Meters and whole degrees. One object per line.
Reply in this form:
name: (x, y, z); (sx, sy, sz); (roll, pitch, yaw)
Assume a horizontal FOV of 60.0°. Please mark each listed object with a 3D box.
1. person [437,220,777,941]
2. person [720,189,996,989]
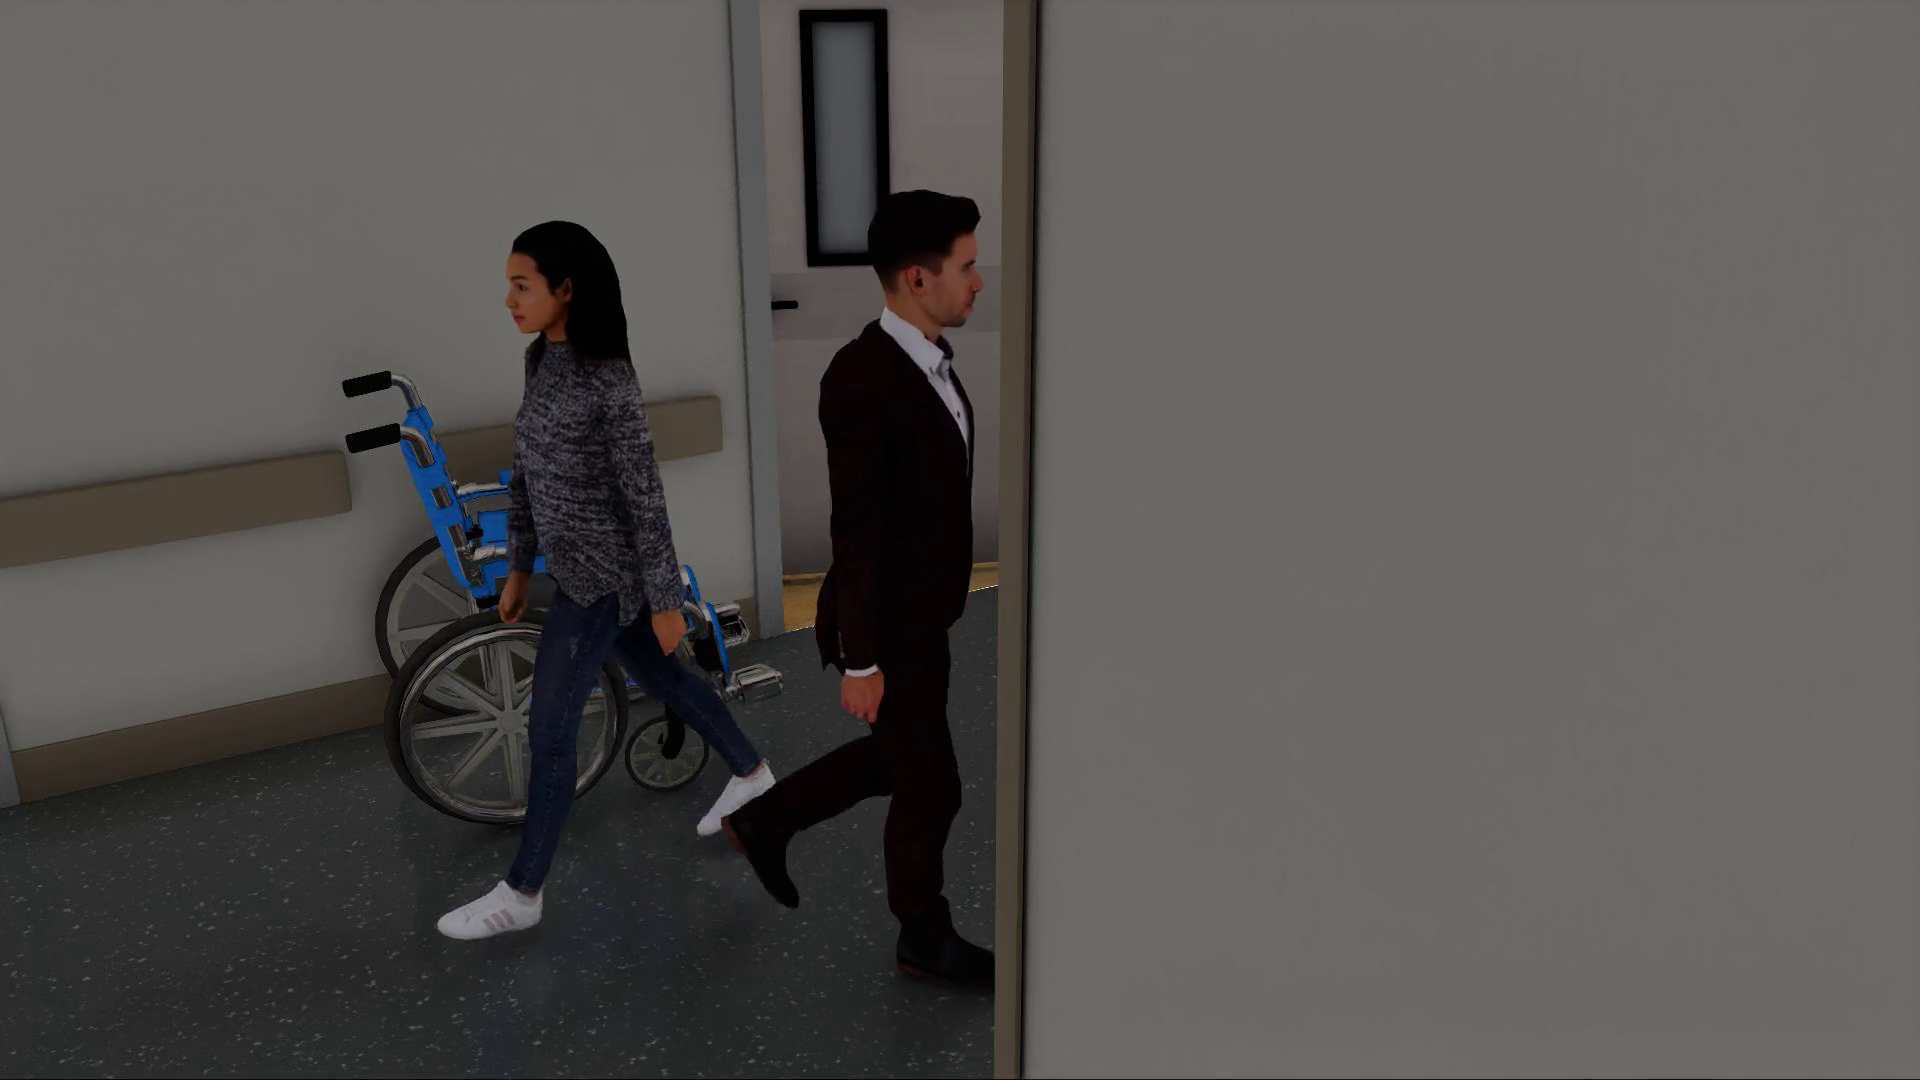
person: (-0.800, 0.085, 4.100); (1.223, 1.679, 0.653); (-15, 26, -35)
person: (-0.220, 0.165, 3.657); (1.139, 1.842, 1.066); (4, 21, 10)
